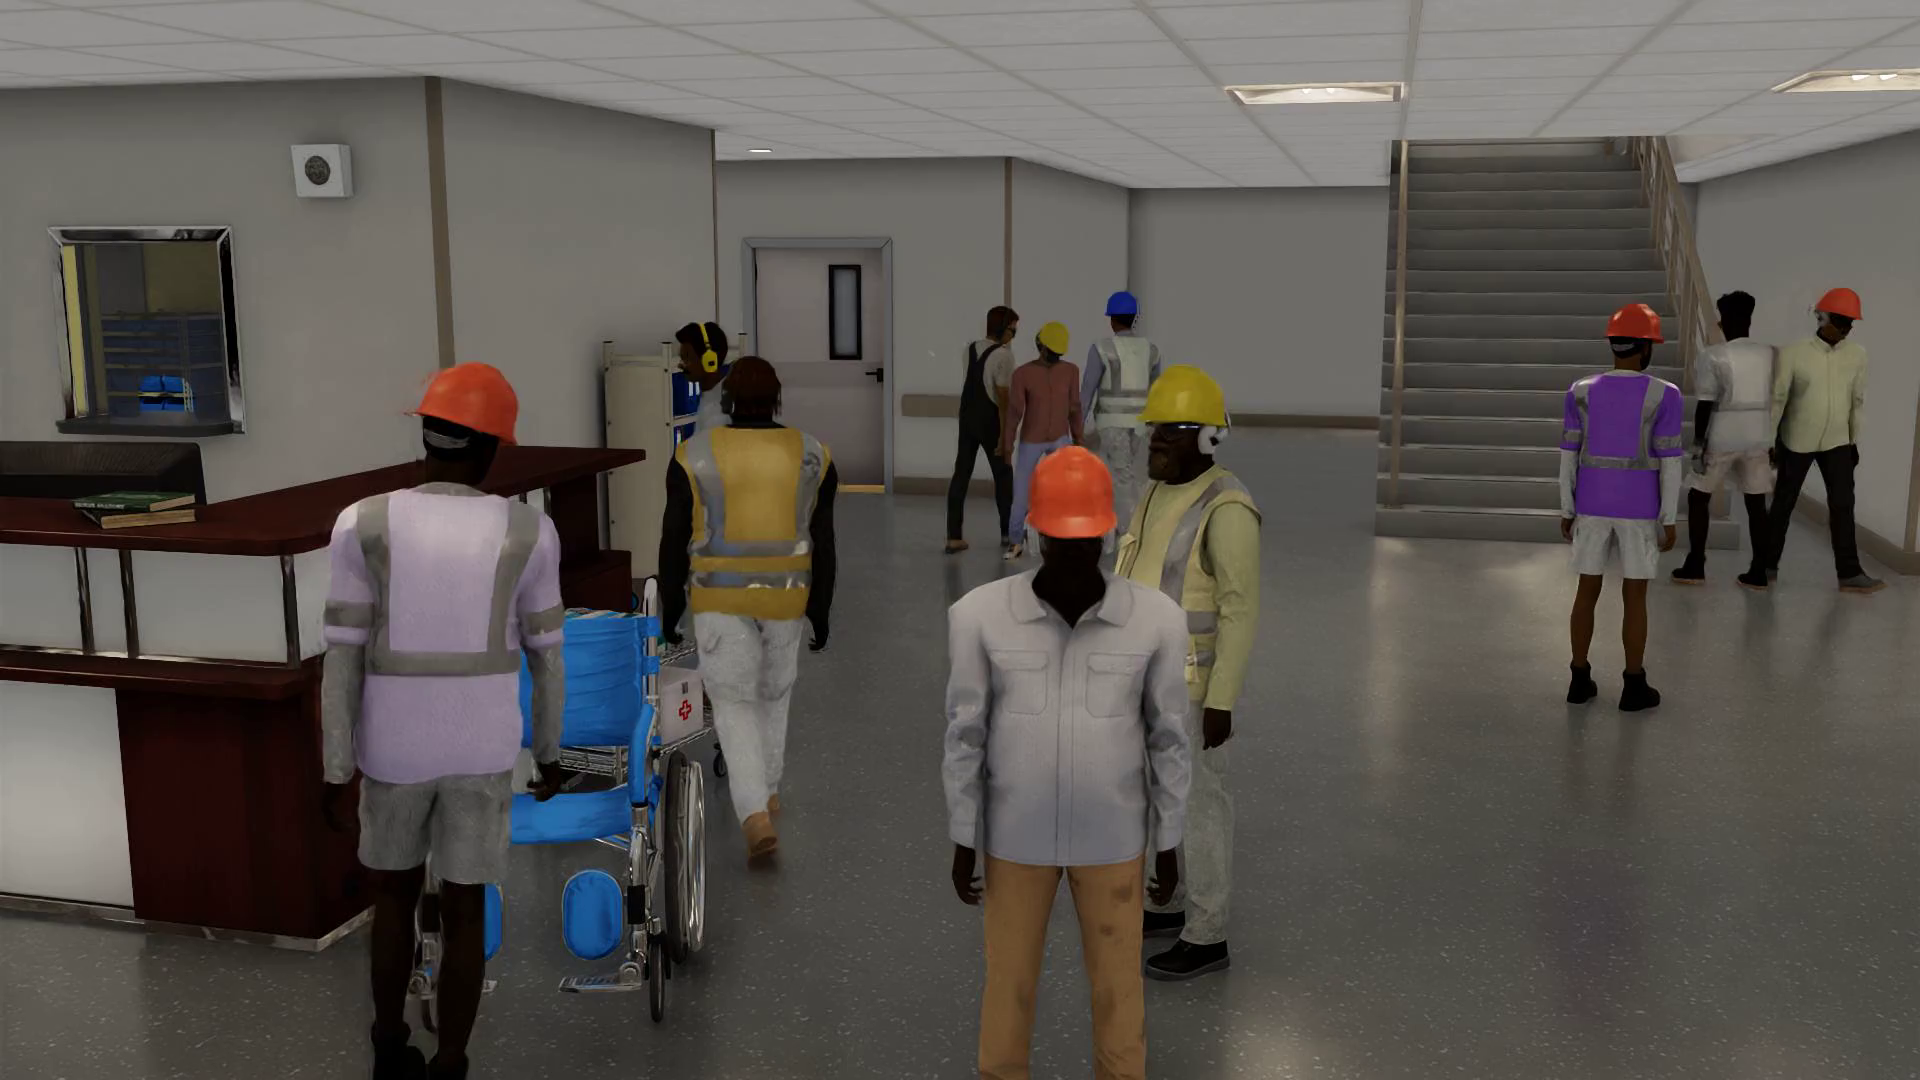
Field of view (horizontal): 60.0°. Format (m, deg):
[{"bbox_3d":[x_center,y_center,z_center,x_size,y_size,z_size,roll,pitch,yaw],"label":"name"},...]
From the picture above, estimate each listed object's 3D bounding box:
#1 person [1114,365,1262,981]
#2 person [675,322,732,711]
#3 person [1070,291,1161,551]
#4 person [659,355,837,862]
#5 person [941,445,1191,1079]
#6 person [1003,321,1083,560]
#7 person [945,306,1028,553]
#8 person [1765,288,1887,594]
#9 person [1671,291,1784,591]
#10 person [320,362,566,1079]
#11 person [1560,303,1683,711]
[{"bbox_3d":[0.651,0.392,5.005,0.404,1.833,0.600,-3,10,-20],"label":"person"},{"bbox_3d":[-1.202,-0.099,7.857,0.438,1.854,0.526,-1,10,-4],"label":"person"},{"bbox_3d":[1.141,-0.878,12.297,0.604,1.893,0.993,-6,11,-31],"label":"person"},{"bbox_3d":[-0.759,0.234,6.056,0.634,1.811,0.907,-3,10,-18],"label":"person"},{"bbox_3d":[0.239,0.649,3.770,0.564,1.742,0.362,0,10,3],"label":"person"},{"bbox_3d":[0.606,-0.668,11.641,0.609,1.699,0.791,-3,10,-18],"label":"person"},{"bbox_3d":[0.236,-0.812,12.208,0.542,1.791,0.864,8,12,39],"label":"person"},{"bbox_3d":[5.509,-0.626,10.682,0.703,1.957,0.665,0,10,0],"label":"person"},{"bbox_3d":[5.046,-0.645,10.827,0.629,1.937,0.474,0,10,-2],"label":"person"},{"bbox_3d":[-1.264,0.515,4.128,0.583,1.884,0.592,-3,10,-15],"label":"person"},{"bbox_3d":[3.156,-0.158,7.953,0.551,1.933,0.376,8,12,38],"label":"person"}]
